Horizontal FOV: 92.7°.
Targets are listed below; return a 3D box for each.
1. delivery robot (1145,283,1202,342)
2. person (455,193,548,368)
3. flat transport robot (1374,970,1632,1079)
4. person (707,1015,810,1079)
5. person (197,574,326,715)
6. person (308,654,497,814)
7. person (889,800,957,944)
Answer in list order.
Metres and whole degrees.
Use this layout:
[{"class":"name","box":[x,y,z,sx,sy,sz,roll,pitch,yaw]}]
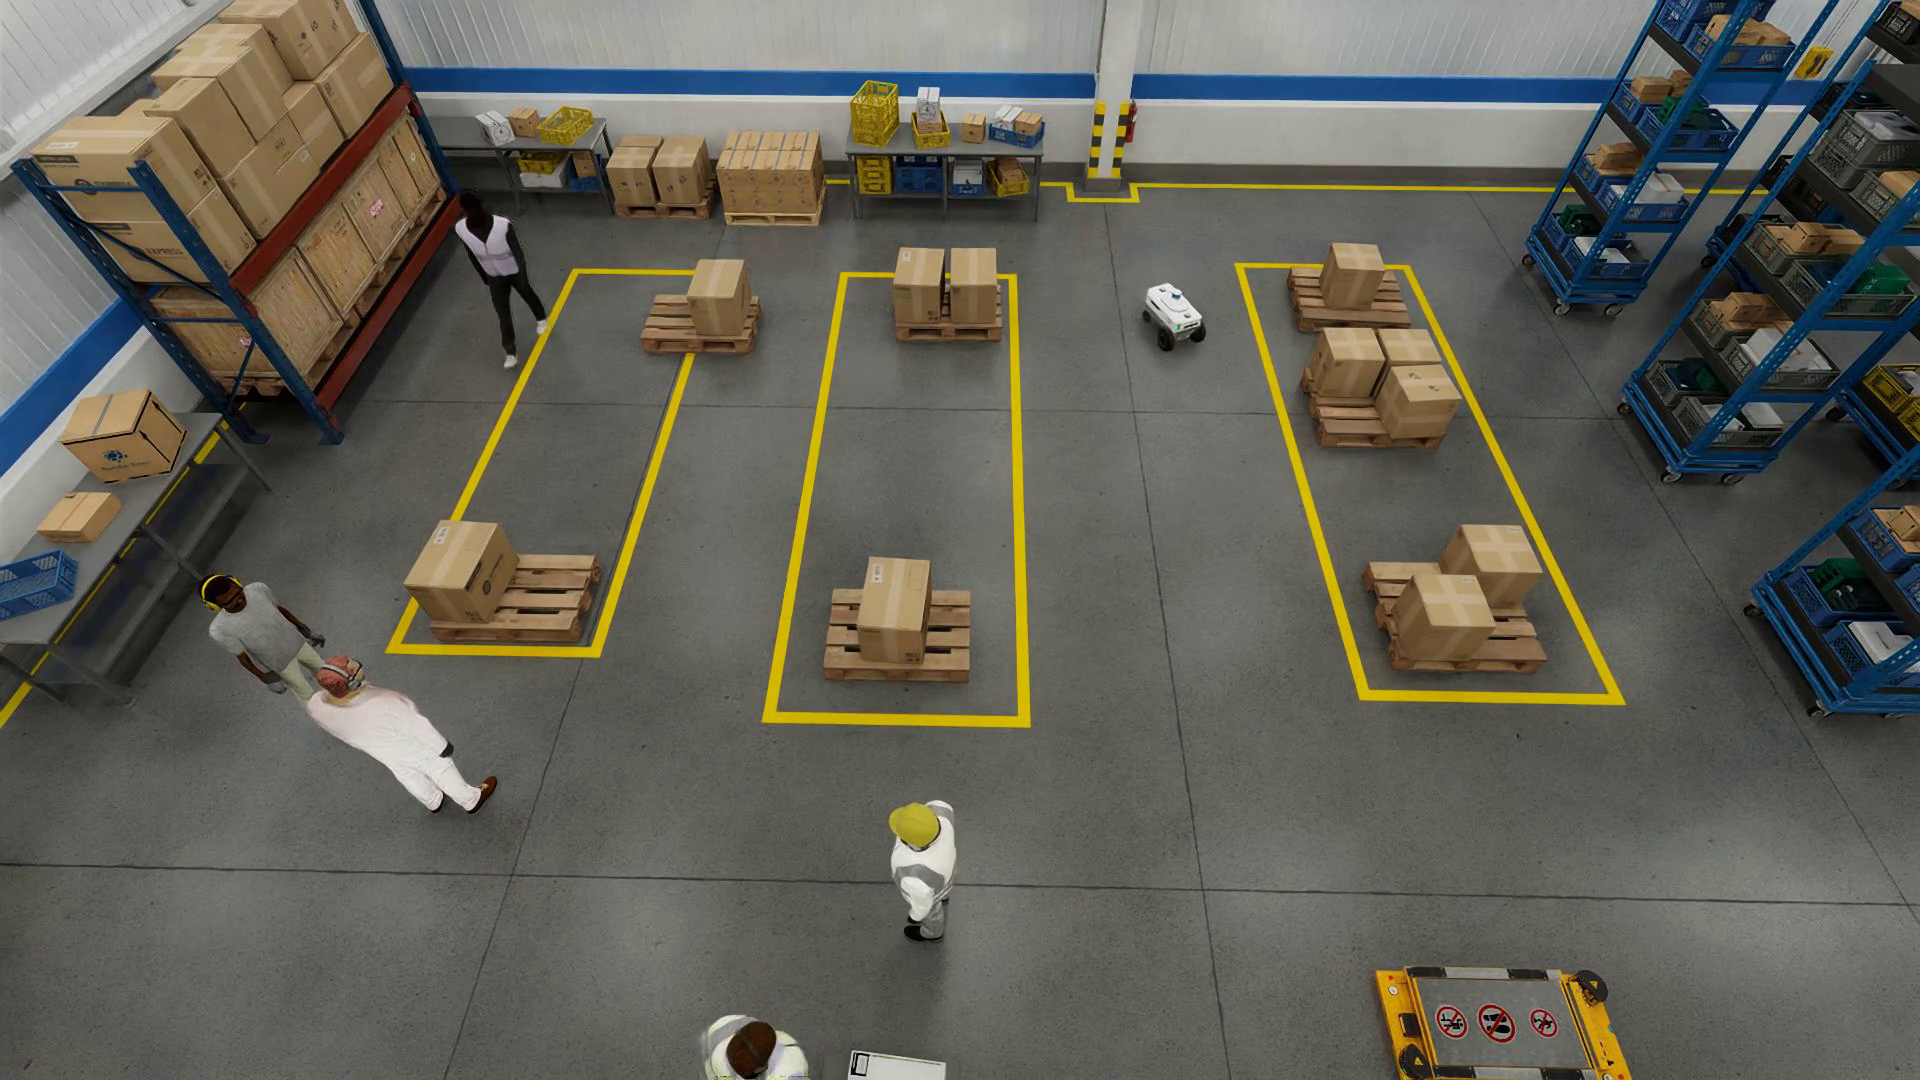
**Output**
[{"class":"delivery robot","box":[2.406,-2.600,10.347,0.477,0.478,0.707,-19,53,-15]},{"class":"person","box":[-4.856,-2.800,9.740,0.598,1.857,1.031,-7,51,-6]},{"class":"flat transport robot","box":[3.501,3.133,5.914,1.431,0.197,0.652,1,51,1]},{"class":"person","box":[-1.104,3.025,5.016,0.775,1.823,0.637,-34,58,-24]},{"class":"person","box":[-4.942,0.847,6.753,0.316,1.870,0.531,8,51,7]},{"class":"person","box":[-3.840,1.361,6.311,0.654,1.906,0.406,4,51,3]},{"class":"person","box":[-0.228,2.094,5.759,0.404,1.834,0.591,11,52,9]}]
